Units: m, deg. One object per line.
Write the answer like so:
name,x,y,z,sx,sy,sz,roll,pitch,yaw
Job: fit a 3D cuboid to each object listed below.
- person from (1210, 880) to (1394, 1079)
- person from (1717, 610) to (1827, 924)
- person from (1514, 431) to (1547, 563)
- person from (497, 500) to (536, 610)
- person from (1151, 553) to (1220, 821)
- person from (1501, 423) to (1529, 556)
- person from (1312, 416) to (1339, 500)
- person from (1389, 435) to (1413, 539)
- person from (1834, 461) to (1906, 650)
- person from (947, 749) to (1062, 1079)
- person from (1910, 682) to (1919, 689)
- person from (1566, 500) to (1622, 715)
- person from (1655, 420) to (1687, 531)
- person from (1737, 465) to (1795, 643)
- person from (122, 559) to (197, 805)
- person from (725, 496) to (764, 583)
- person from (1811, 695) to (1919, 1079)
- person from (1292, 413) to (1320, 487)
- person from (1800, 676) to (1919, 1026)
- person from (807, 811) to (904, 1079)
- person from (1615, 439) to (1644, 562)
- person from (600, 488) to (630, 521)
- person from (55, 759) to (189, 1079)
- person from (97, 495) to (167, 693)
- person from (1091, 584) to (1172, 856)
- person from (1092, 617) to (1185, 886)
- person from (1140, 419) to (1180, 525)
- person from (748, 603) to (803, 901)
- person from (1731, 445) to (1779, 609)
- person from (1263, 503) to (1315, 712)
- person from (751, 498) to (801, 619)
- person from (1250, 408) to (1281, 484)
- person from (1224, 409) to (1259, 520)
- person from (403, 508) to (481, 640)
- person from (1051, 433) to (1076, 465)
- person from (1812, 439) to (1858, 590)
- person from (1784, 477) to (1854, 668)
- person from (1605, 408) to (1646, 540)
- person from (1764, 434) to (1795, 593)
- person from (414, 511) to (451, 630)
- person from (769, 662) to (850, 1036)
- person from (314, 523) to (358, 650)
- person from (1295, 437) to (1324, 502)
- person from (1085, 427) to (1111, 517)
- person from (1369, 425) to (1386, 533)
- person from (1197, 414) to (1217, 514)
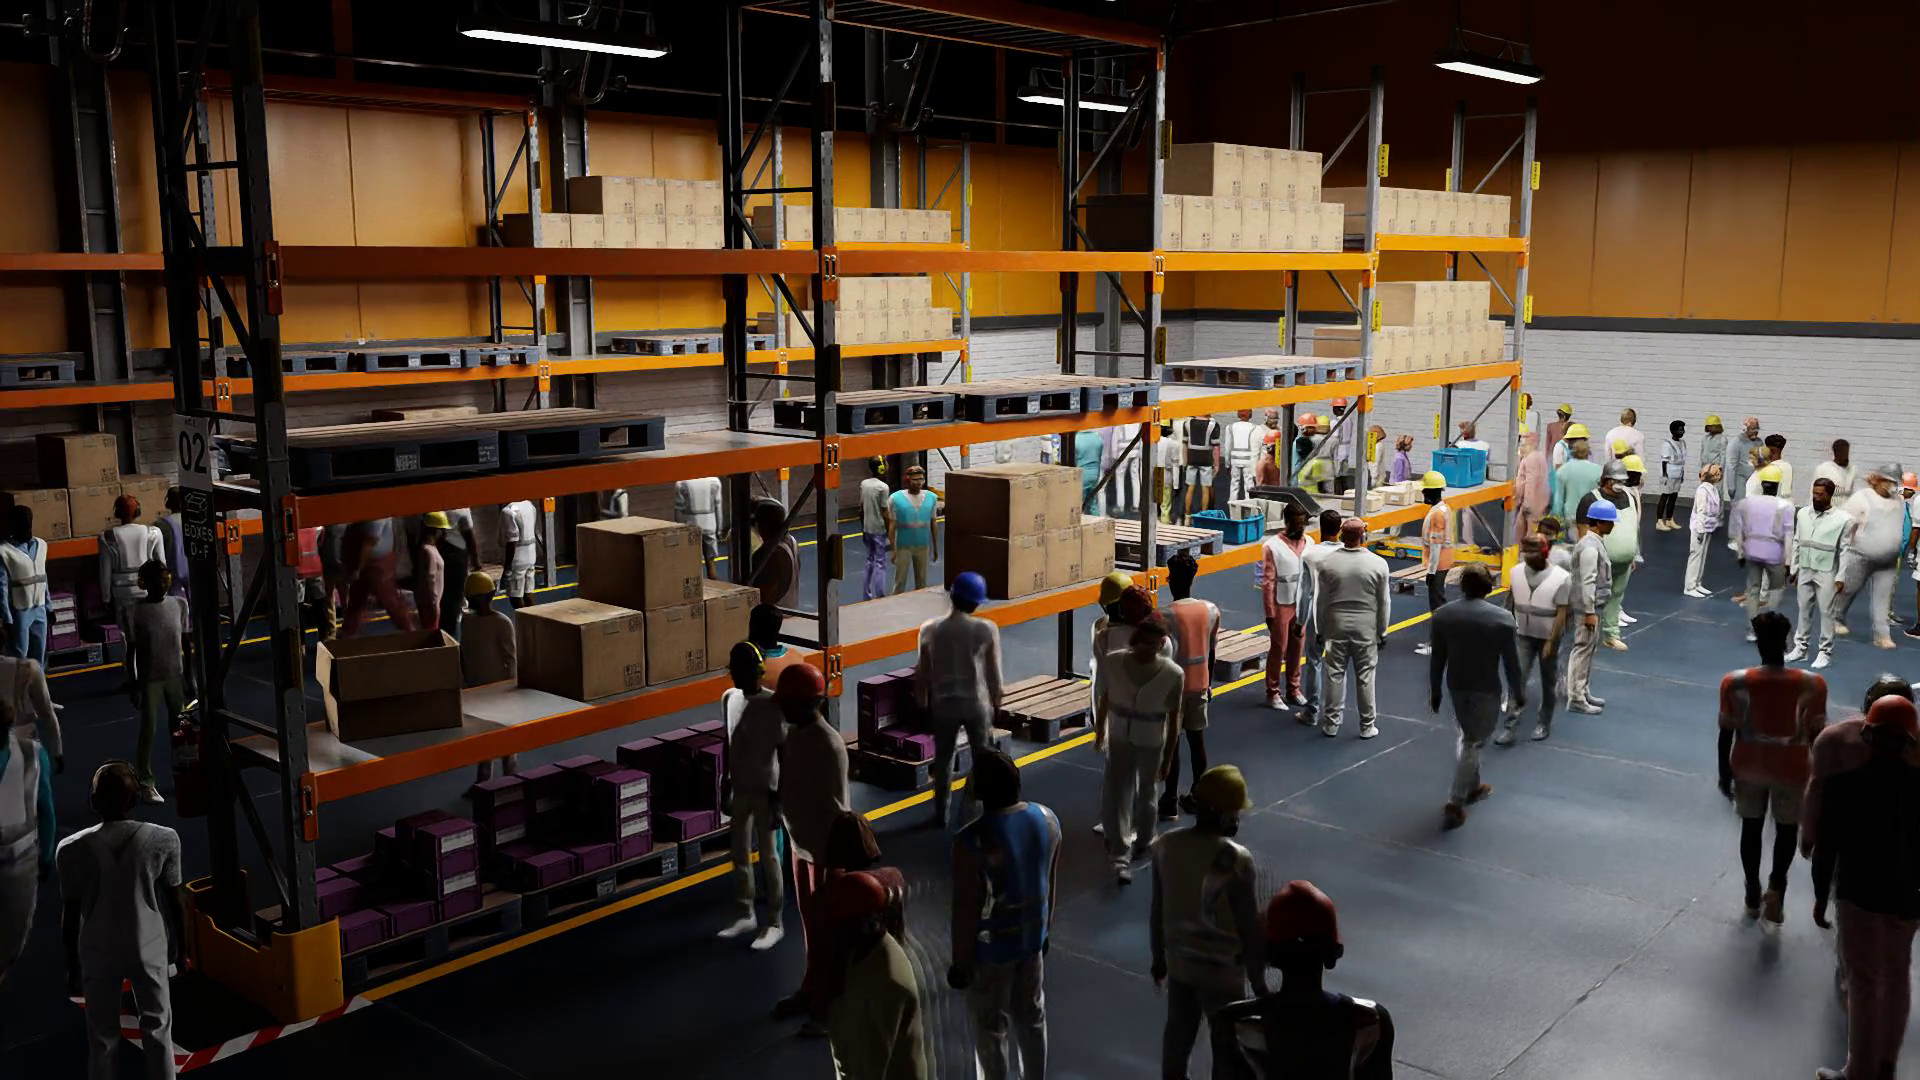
person,1.116,2.130,5.568,0.616,2.039,0.389,-1,10,-3
person,4.960,1.405,10.188,0.631,1.941,0.606,4,10,25
person,7.424,-0.474,21.645,0.606,1.866,0.679,3,10,17
person,-4.562,0.233,17.116,0.362,1.963,0.613,1,10,8
person,1.608,1.066,12.144,0.607,1.965,0.366,-6,11,-32
person,7.499,-0.613,22.341,0.592,1.913,0.399,-7,12,-35
person,5.507,-1.023,25.312,0.484,1.733,0.320,-1,10,-8
person,6.237,-0.680,23.574,0.312,1.632,0.526,3,10,17
person,9.714,0.085,17.775,0.698,2.000,0.944,-1,10,-4
person,0.179,1.873,7.710,0.624,1.840,0.430,-8,13,-41
person,9.259,0.597,15.605,0.287,1.746,0.488,-2,10,-13
person,5.715,0.596,15.044,0.416,1.939,0.611,5,11,26
person,10.778,-0.977,25.168,0.536,1.690,0.321,-7,12,-34
person,8.602,0.155,17.744,0.469,1.912,0.618,-8,13,-41
person,-6.023,1.056,12.544,0.328,1.860,0.497,7,12,37
person,-1.936,0.483,16.001,0.634,1.839,0.429,-8,12,-38
person,4.490,1.737,8.159,0.617,1.960,0.622,1,10,4
person,4.790,-0.778,23.115,0.396,1.989,0.619,6,11,32
person,4.893,1.645,8.894,0.651,1.887,0.946,2,10,10
person,-0.464,2.015,7.469,0.501,1.631,0.287,-8,12,-38
person,9.007,-0.523,22.458,0.565,1.694,0.335,-4,10,-21
person,-4.233,-0.128,20.304,0.471,1.612,0.560,-8,12,-38
person,-3.793,1.898,7.577,0.513,1.842,0.356,-5,11,-27
person,-7.810,0.505,15.738,0.585,1.881,0.337,-7,12,-36
person,1.179,1.232,11.421,0.575,1.879,0.357,4,10,23
person,1.149,1.363,10.953,0.642,1.772,0.959,3,10,17
person,2.832,-0.821,23.555,0.587,1.920,0.397,5,11,26
person,-1.196,1.348,10.602,0.392,1.919,0.590,4,10,23
person,9.382,-0.158,19.547,0.370,1.934,0.627,2,10,11
person,2.979,0.598,15.119,0.597,1.909,0.405,-6,11,-33
person,-1.672,0.640,14.464,0.537,2.000,0.682,2,10,13
person,4.647,-1.038,24.925,0.656,1.898,0.400,-6,11,-30
person,4.377,-1.164,25.698,0.584,1.882,0.337,5,11,26
person,-5.347,0.178,17.225,0.707,2.000,0.683,1,10,9
person,1.643,-1.145,25.117,0.608,2.044,0.377,-8,13,-41
person,10.817,-0.293,20.490,0.595,1.895,0.543,-4,10,-20
person,8.641,0.320,16.738,0.385,1.918,0.596,-5,11,-29
person,9.726,-0.960,24.319,0.373,1.940,0.630,-6,11,-34
person,10.037,-0.332,20.535,0.606,1.957,0.386,-7,12,-36
person,-4.946,0.589,15.648,0.373,1.752,0.519,-3,10,-16
person,-0.787,1.616,8.812,0.414,1.985,0.635,-5,11,-28
person,-6.557,0.294,17.390,0.570,1.749,0.338,2,10,9
person,4.793,-0.594,22.921,0.401,1.673,0.549,-5,11,-26
person,1.978,-1.159,25.539,0.750,1.922,0.630,4,10,25
person,6.275,-0.921,25.033,0.298,1.624,0.497,3,10,16
person,3.894,-1.305,26.418,0.385,1.929,0.543,-2,10,-11
